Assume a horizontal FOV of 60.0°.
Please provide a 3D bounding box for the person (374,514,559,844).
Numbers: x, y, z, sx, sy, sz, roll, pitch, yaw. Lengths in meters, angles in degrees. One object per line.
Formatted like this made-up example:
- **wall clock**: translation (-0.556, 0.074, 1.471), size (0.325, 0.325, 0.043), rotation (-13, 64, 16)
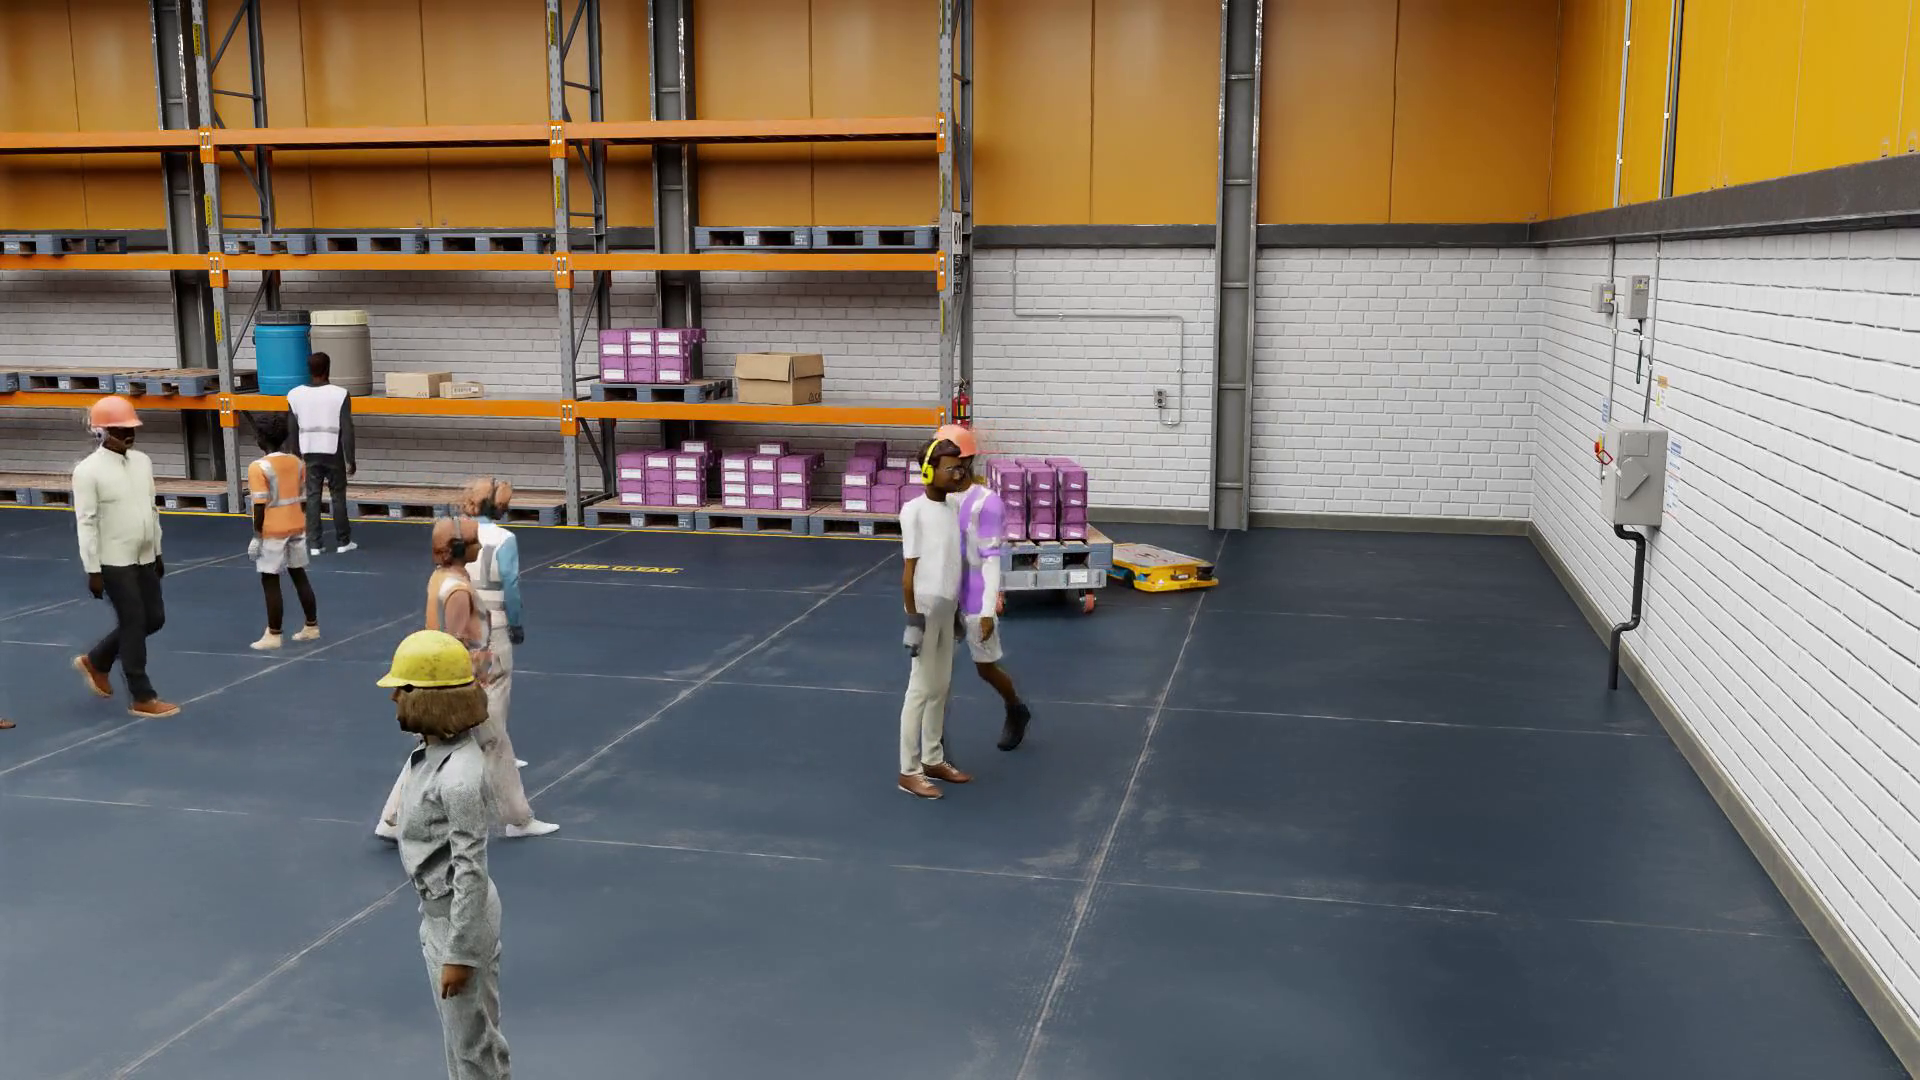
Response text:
- **person**: translation (-2.387, 0.669, 7.846), size (0.837, 1.600, 0.525), rotation (-5, 11, -27)

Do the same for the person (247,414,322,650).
- **person**: translation (-4.871, -0.042, 11.878), size (0.415, 1.695, 0.592), rotation (3, 10, 15)

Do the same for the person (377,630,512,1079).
- **person**: translation (-1.480, 1.113, 4.795), size (0.299, 1.745, 0.483), rotation (-5, 11, -25)

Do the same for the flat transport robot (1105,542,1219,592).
- **flat transport robot**: translation (1.568, 0.216, 14.453), size (0.652, 0.197, 1.431), rotation (-5, 11, -26)

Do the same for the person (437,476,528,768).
- **person**: translation (-2.682, 0.454, 9.102), size (0.680, 1.617, 0.349), rotation (5, 11, 26)

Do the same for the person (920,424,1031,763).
- **person**: translation (0.062, 0.305, 9.118), size (0.555, 1.911, 0.908), rotation (7, 12, 37)

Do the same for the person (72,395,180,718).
- **person**: translation (-5.131, 0.101, 10.104), size (0.678, 1.972, 0.628), rotation (2, 10, 11)

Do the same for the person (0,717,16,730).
- **person**: translation (-5.930, 0.213, 9.695), size (0.536, 1.893, 0.653), rotation (1, 10, 4)

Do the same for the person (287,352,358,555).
- **person**: translation (-6.012, -0.815, 15.712), size (0.596, 1.918, 0.382), rotation (0, 10, -3)

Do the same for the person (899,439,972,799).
- **person**: translation (-0.128, 0.398, 8.672), size (0.310, 1.864, 0.533), rotation (5, 11, 29)
